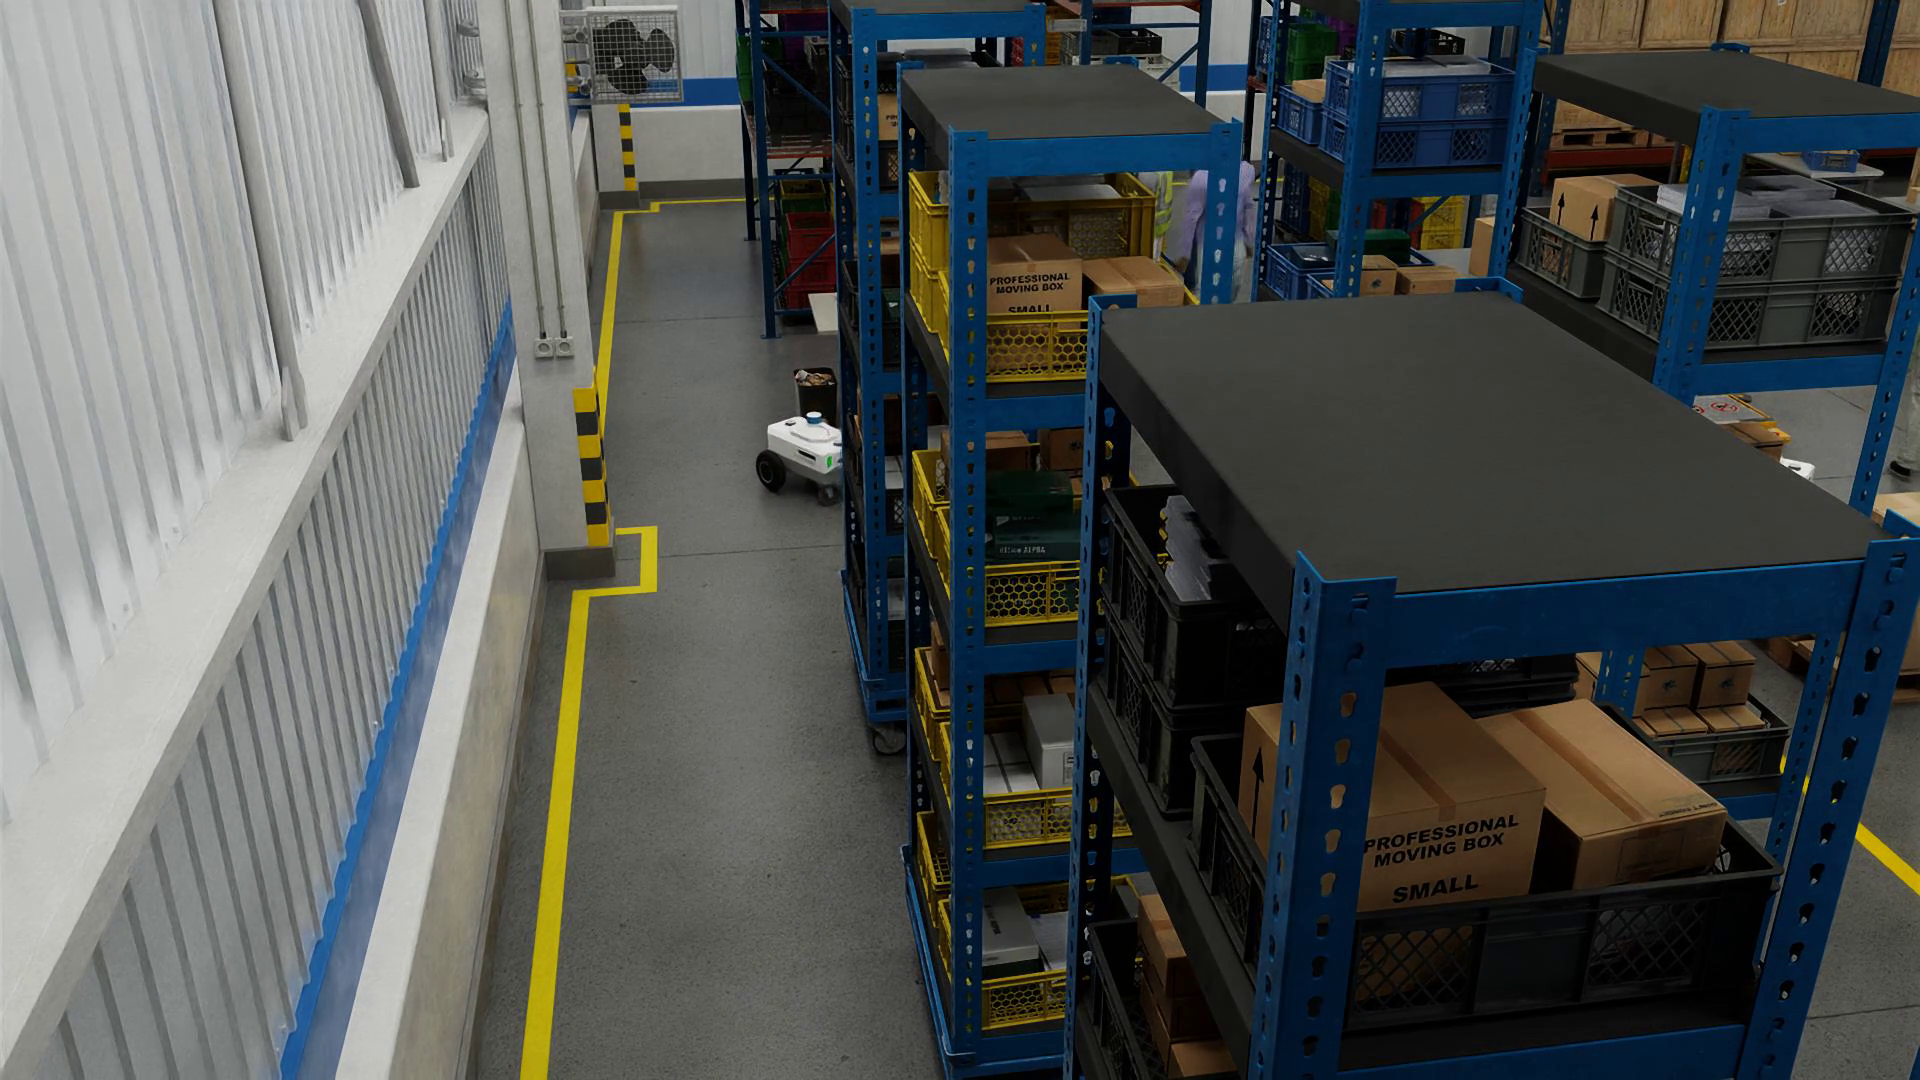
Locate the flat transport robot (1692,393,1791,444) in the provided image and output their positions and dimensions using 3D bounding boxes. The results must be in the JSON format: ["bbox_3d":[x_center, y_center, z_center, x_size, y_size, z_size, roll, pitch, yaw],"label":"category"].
[{"bbox_3d":[5.224,-0.859,12.132,1.431,0.197,0.652,-4,25,-8],"label":"flat transport robot"}]

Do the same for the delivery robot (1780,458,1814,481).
[{"bbox_3d":[5.095,-0.430,10.755,0.707,0.478,0.477,17,29,32],"label":"delivery robot"}]

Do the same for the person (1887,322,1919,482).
[{"bbox_3d":[6.655,-1.261,11.153,0.597,1.830,0.404,9,26,19],"label":"person"}]

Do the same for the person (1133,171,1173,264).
[{"bbox_3d":[1.573,-2.634,14.141,0.429,1.837,0.629,7,26,15],"label":"person"}]

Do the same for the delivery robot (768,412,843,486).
[{"bbox_3d":[-0.970,-0.617,11.162,0.477,0.478,0.707,-21,32,-38],"label":"delivery robot"}]

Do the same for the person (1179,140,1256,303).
[{"bbox_3d":[2.124,-2.421,13.621,0.803,1.894,0.558,-15,28,-29],"label":"person"}]

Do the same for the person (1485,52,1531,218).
[{"bbox_3d":[5.758,-4.151,17.370,0.354,1.887,0.573,-2,25,-5],"label":"person"}]
